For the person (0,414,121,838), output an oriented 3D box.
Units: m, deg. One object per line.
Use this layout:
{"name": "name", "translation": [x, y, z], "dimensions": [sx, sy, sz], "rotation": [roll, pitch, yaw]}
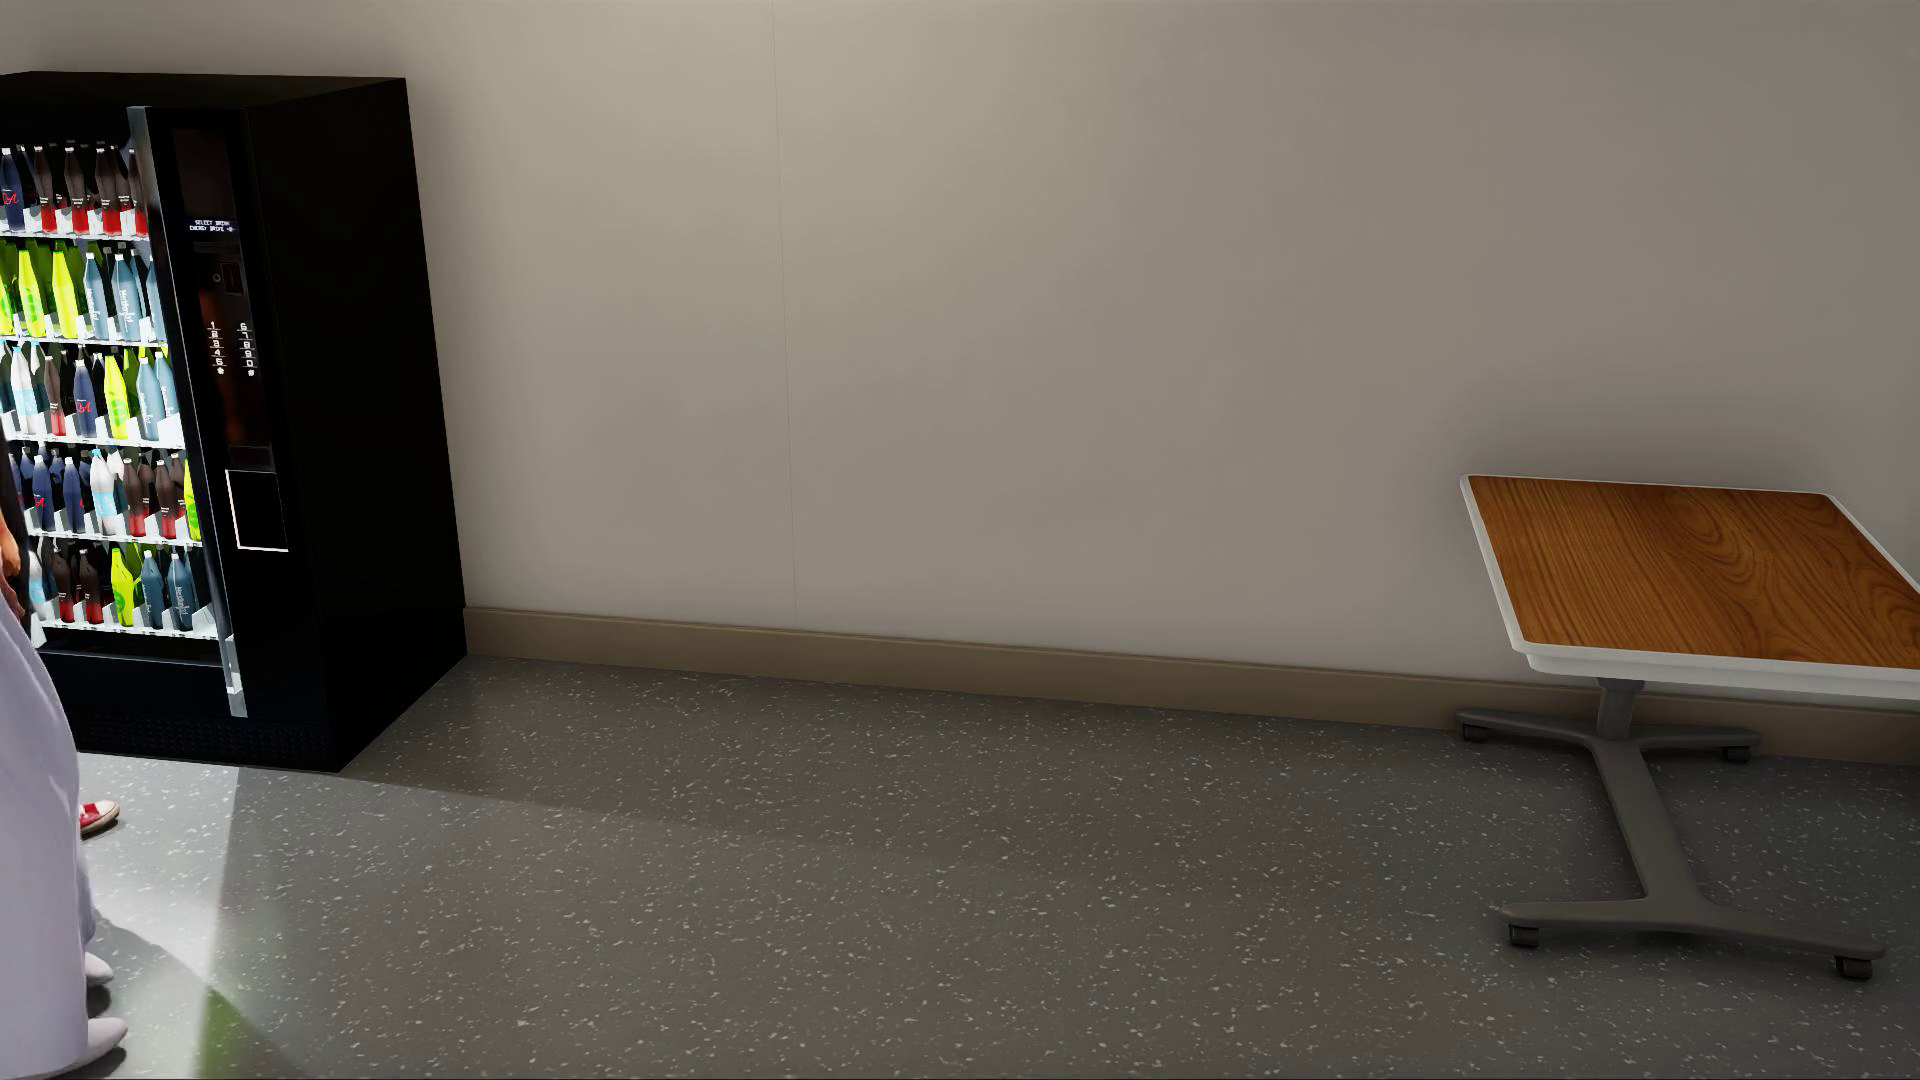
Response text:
{"name": "person", "translation": [-2.508, -0.060, 4.124], "dimensions": [0.649, 1.755, 0.772], "rotation": [15, 26, 35]}
